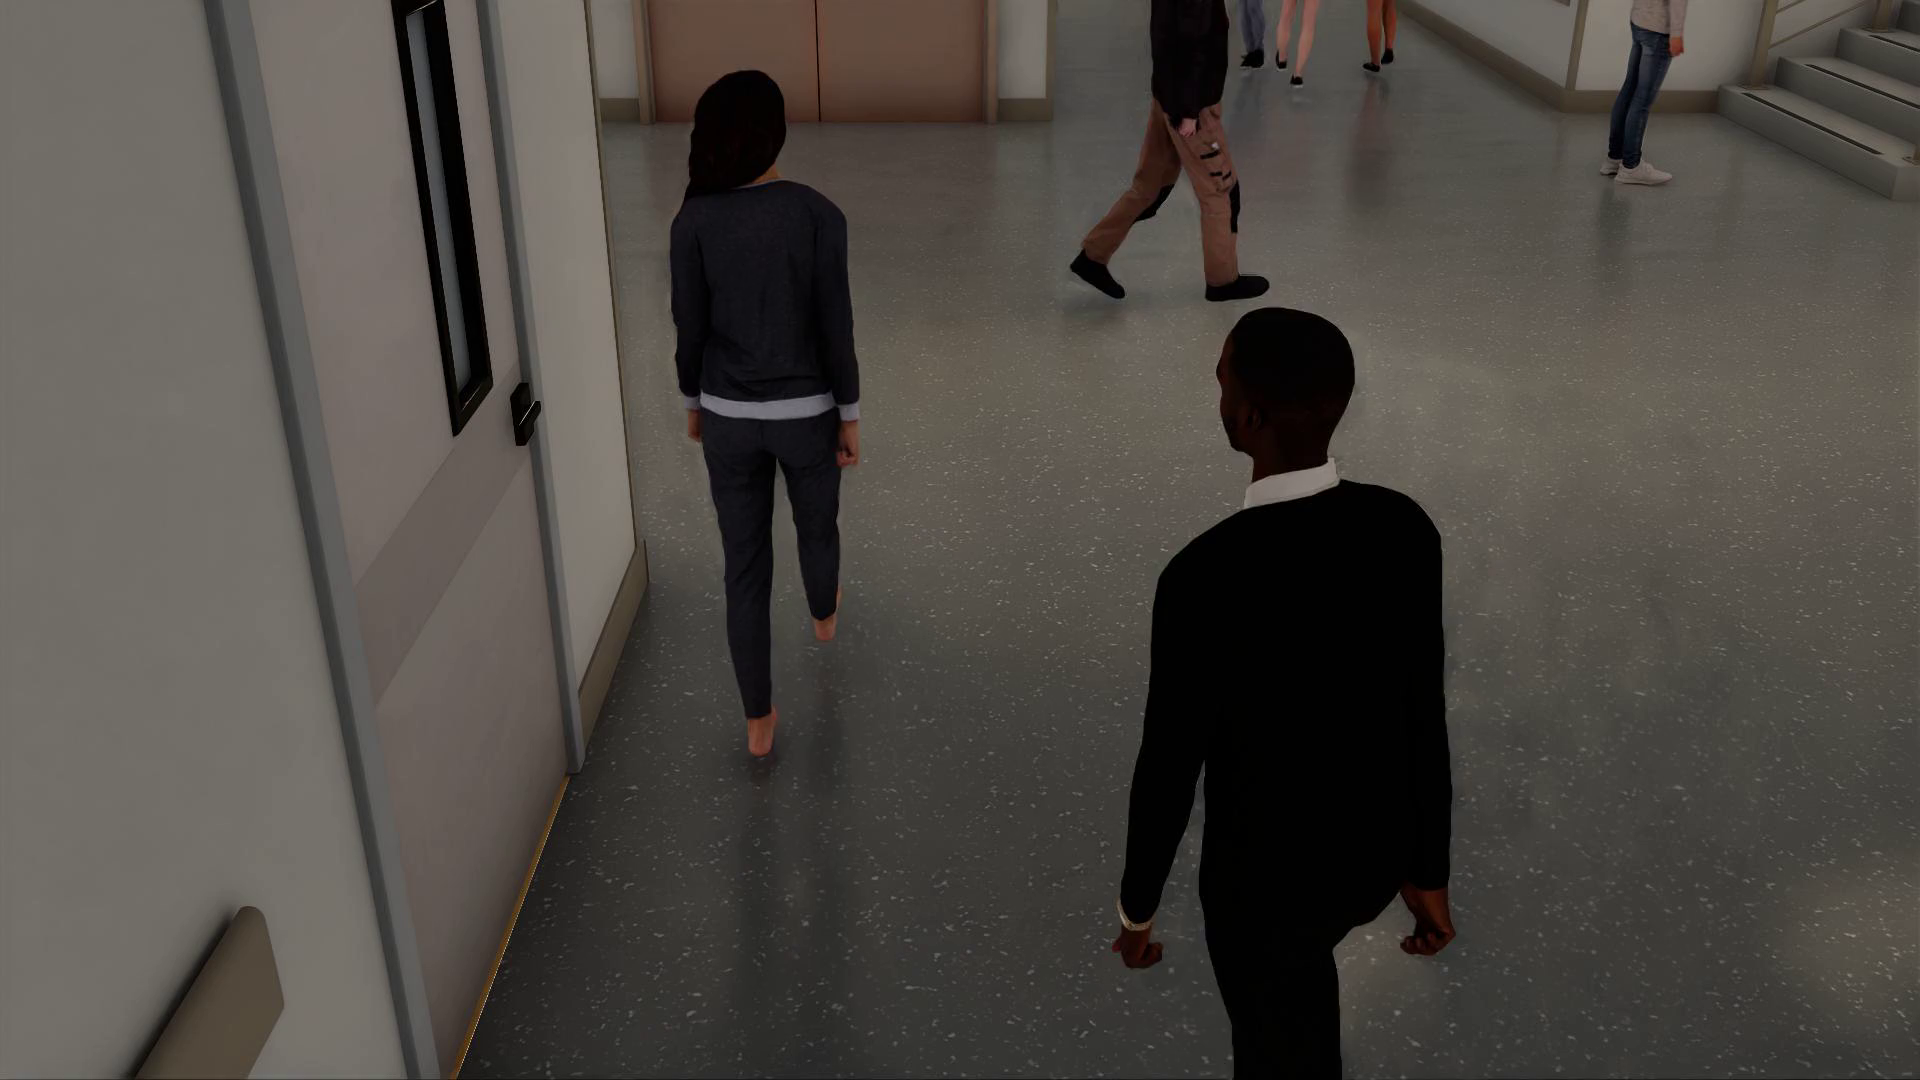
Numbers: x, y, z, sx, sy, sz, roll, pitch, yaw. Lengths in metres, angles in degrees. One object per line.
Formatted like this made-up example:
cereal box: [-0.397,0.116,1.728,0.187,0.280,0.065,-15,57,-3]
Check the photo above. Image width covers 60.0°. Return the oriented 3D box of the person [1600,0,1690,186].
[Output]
person: [4.190,-3.120,10.056,0.573,1.853,0.666,1,26,2]

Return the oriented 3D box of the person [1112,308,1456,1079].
person: [0.573,0.568,2.501,0.966,1.771,0.956,-13,29,-25]

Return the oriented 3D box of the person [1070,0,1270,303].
person: [0.956,-1.999,7.683,1.275,1.894,0.908,-7,27,-15]

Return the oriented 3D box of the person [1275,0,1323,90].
person: [2.651,-4.296,12.663,1.073,1.705,0.737,3,26,6]

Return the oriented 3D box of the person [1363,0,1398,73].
person: [3.422,-4.583,13.301,0.574,1.667,0.670,-4,26,-8]

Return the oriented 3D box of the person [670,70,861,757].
person: [-0.501,-0.268,4.297,1.049,1.717,0.731,-1,26,-3]
